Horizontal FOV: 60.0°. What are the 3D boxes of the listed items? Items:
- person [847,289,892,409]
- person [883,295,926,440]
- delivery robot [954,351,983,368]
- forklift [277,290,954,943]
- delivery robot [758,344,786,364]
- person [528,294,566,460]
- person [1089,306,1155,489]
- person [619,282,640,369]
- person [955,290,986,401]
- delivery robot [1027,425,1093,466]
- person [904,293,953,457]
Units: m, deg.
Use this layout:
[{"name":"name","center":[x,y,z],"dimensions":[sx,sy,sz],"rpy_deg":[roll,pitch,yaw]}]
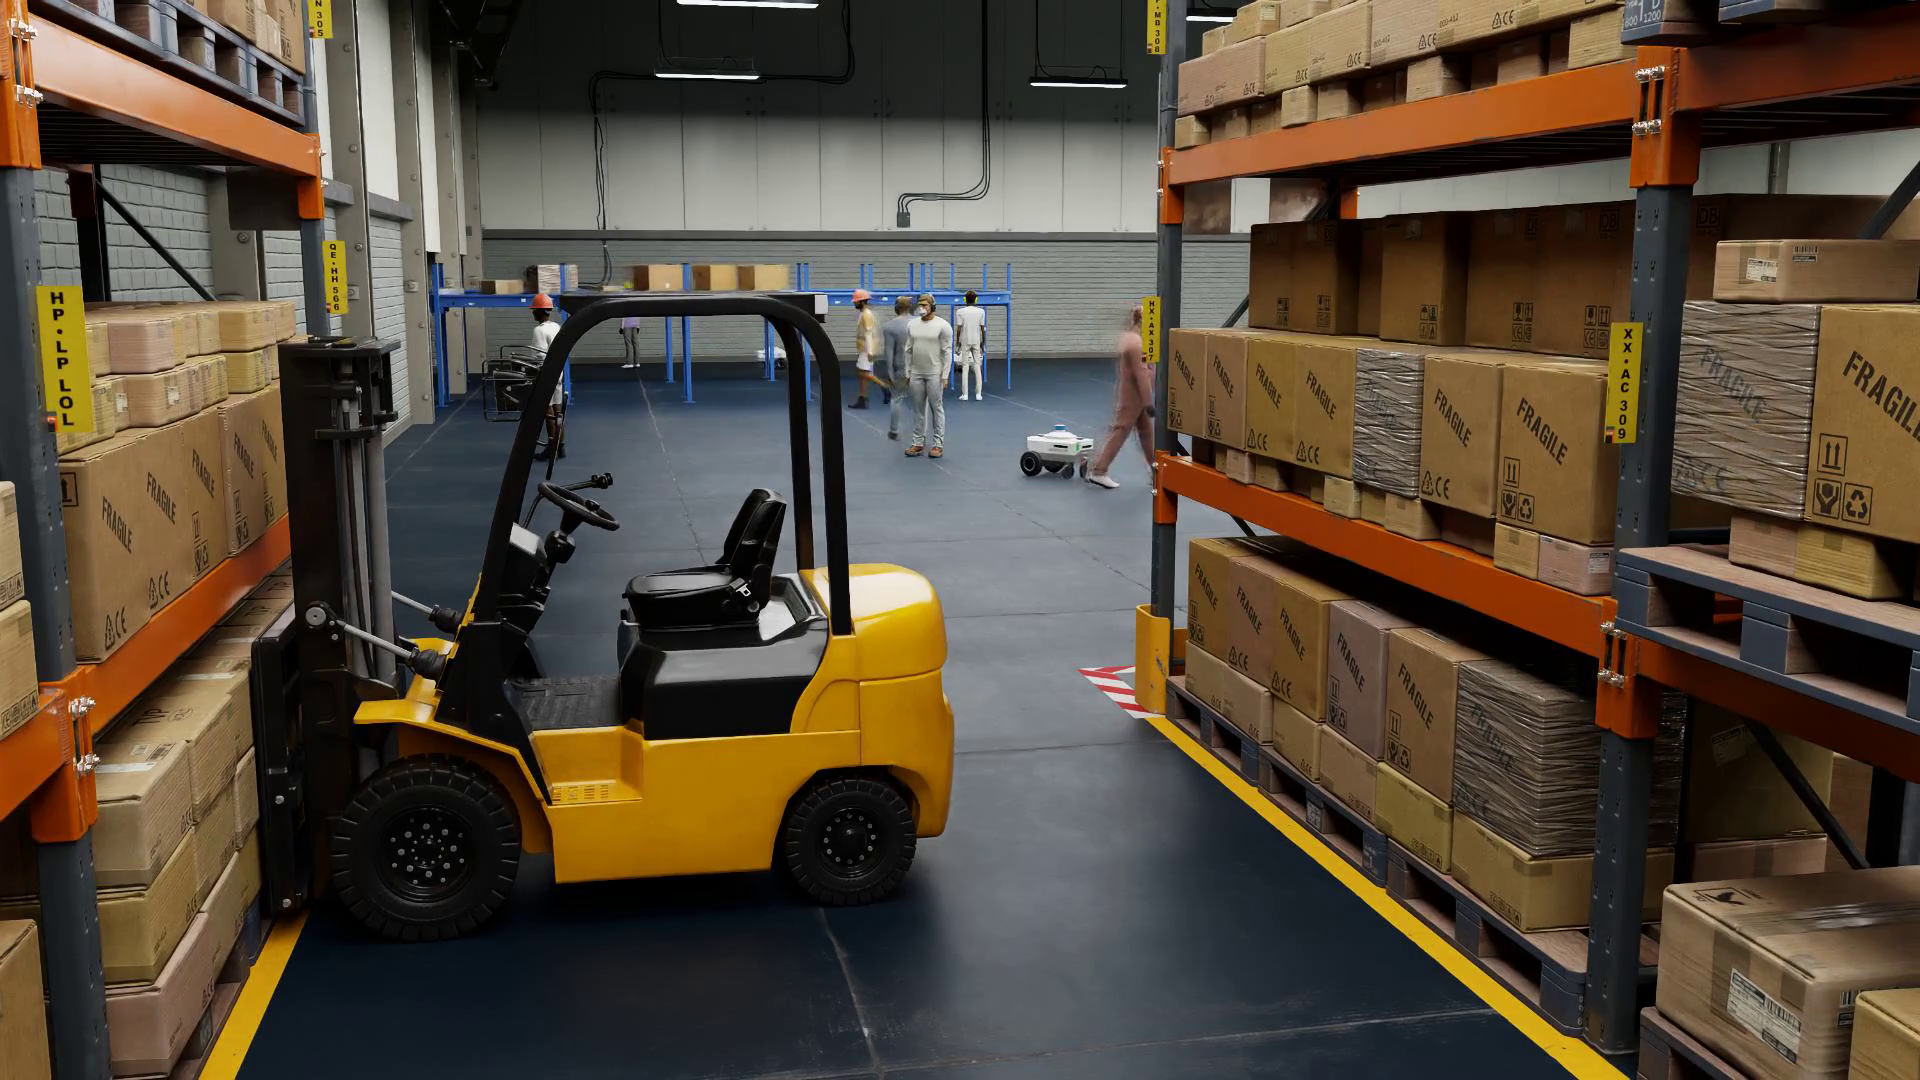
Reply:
[{"name":"person","center":[-1.436,-3.050,26.541],"dimensions":[0.665,1.912,0.543],"rpy_deg":[-1,9,-7]},{"name":"person","center":[-0.677,-2.210,21.492],"dimensions":[0.637,1.900,0.997],"rpy_deg":[-3,10,-17]},{"name":"delivery robot","center":[0.128,-3.877,35.541],"dimensions":[0.707,0.478,0.477],"rpy_deg":[5,10,26]},{"name":"forklift","center":[-1.179,0.175,6.143],"dimensions":[2.313,2.155,1.214],"rpy_deg":[-2,10,-12]},{"name":"delivery robot","center":[-4.137,-4.128,37.069],"dimensions":[0.707,0.478,0.477],"rpy_deg":[2,10,11]},{"name":"person","center":[-4.858,-1.912,19.513],"dimensions":[0.369,1.939,0.542],"rpy_deg":[2,10,12]},{"name":"person","center":[1.787,-1.450,16.948],"dimensions":[0.979,1.867,0.663],"rpy_deg":[1,9,7]},{"name":"person","center":[-7.402,-4.805,37.179],"dimensions":[0.378,1.925,0.594],"rpy_deg":[6,11,31]},{"name":"person","center":[0.177,-3.306,28.216],"dimensions":[0.532,1.870,0.316],"rpy_deg":[-2,9,-9]},{"name":"delivery robot","center":[1.087,-1.009,18.058],"dimensions":[0.707,0.478,0.477],"rpy_deg":[7,12,37]},{"name":"person","center":[-0.390,-1.964,19.830],"dimensions":[0.627,1.941,0.370],"rpy_deg":[5,11,29]}]
